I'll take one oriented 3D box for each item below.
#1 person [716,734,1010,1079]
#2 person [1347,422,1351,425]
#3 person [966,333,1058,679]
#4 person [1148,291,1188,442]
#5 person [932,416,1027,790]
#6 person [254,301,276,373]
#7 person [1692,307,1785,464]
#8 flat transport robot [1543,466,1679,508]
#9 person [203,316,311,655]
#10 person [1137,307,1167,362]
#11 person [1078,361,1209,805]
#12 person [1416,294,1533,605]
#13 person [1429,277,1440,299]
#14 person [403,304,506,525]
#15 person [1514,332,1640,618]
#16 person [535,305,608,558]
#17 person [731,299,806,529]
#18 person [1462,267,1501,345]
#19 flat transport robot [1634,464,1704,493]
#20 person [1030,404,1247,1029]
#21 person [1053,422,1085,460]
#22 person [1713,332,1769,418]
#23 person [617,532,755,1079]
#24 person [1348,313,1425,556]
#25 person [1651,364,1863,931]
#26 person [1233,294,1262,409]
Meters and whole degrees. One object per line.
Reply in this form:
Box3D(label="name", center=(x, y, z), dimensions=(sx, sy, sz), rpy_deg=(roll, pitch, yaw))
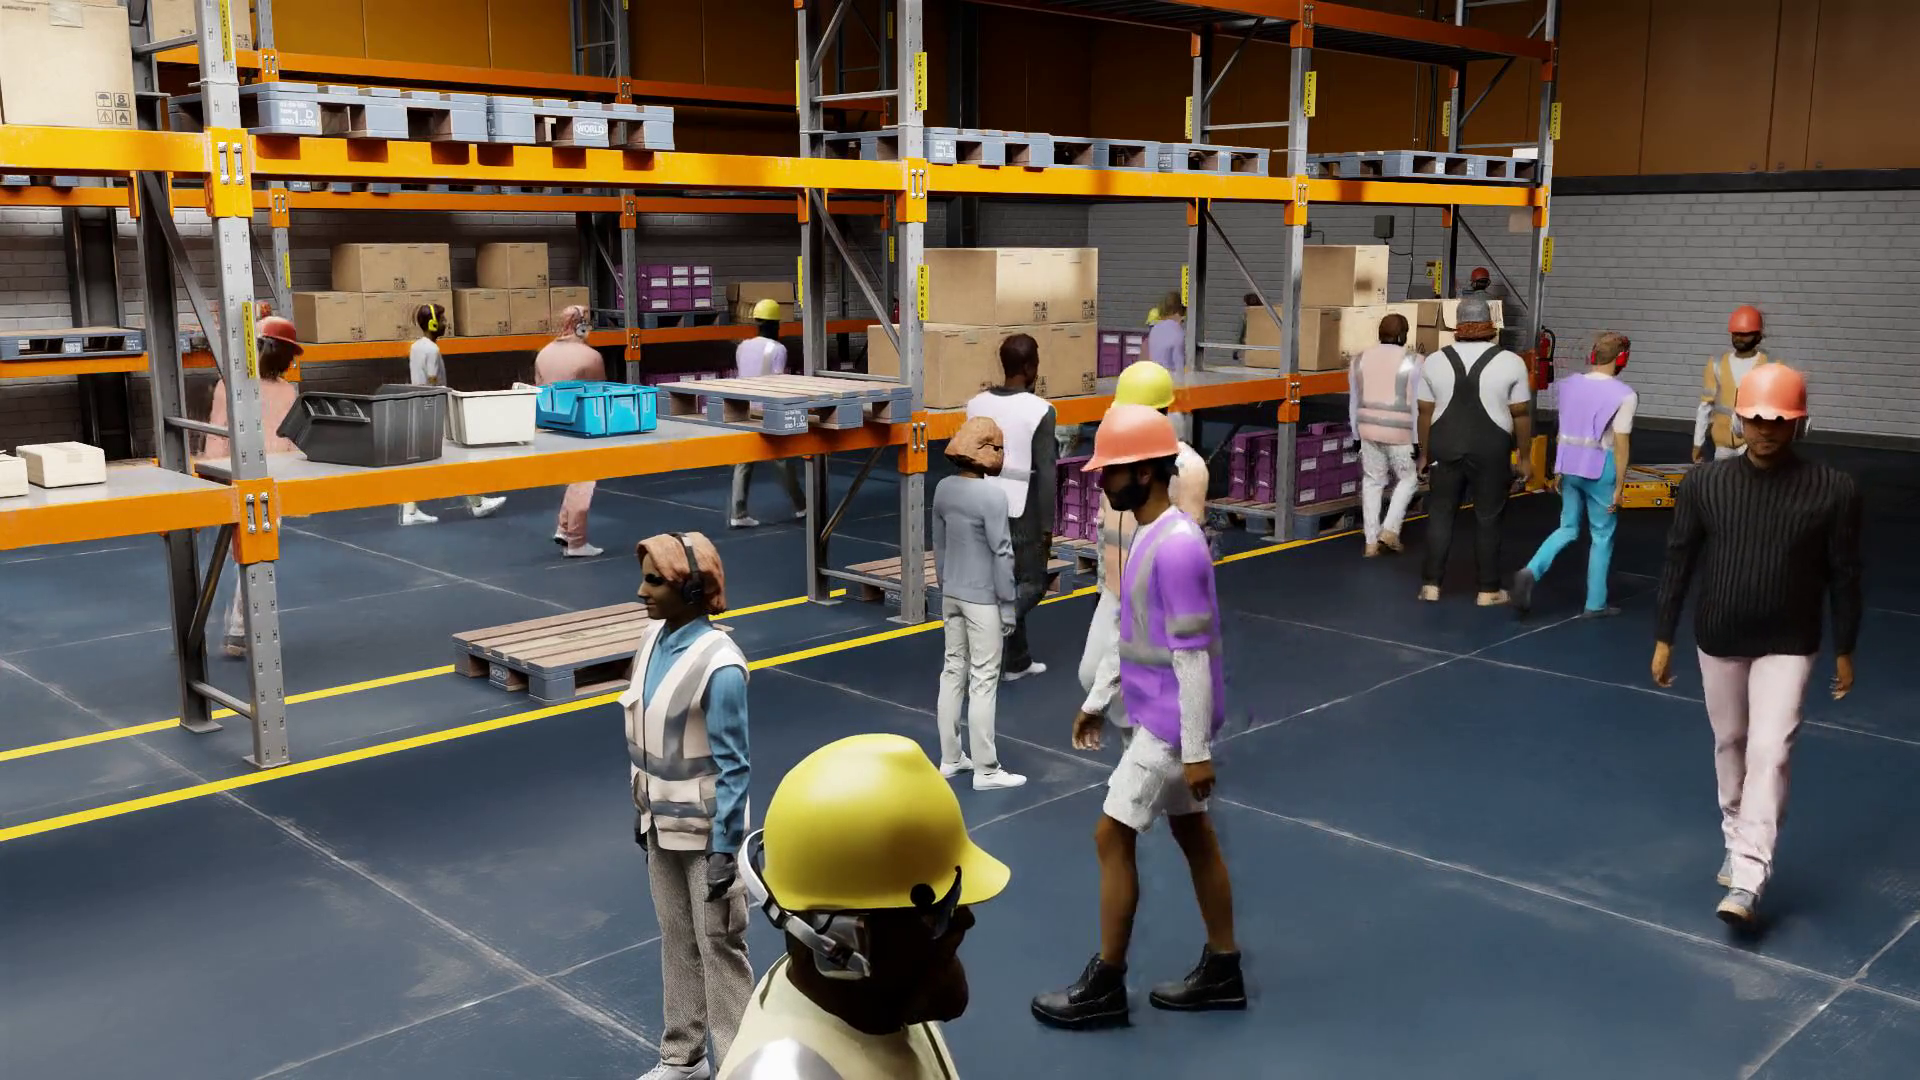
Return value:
Box3D(label="person", center=(-0.109, 1.127, 2.063), dimensions=(0.403, 1.834, 0.589), rpy_deg=(0, 10, 2))
Box3D(label="person", center=(4.159, -1.669, 17.061), dimensions=(0.462, 1.923, 0.647), rpy_deg=(0, 10, -2))
Box3D(label="person", center=(0.246, -0.139, 8.806), dimensions=(0.595, 1.901, 0.699), rpy_deg=(10, 14, 42))
Box3D(label="person", center=(1.833, -1.273, 14.941), dimensions=(0.569, 1.916, 0.658), rpy_deg=(-3, 11, -18))
Box3D(label="person", center=(0.071, 0.272, 7.274), dimensions=(0.283, 1.633, 0.498), rpy_deg=(-8, 13, -37))
Box3D(label="person", center=(-5.782, -1.074, 14.017), dimensions=(0.866, 1.848, 0.602), rpy_deg=(-5, 12, -27))
Box3D(label="person", center=(5.613, -0.733, 12.041), dimensions=(0.568, 1.882, 0.996), rpy_deg=(10, 14, 43))
Box3D(label="flat transport robot", center=(5.991, -0.501, 15.208), dimensions=(0.652, 0.197, 1.431), rpy_deg=(-2, 11, -9))
Box3D(label="person", center=(-4.039, -0.309, 9.607), dimensions=(0.514, 1.934, 0.687), rpy_deg=(2, 11, 11))
Box3D(label="person", center=(1.837, -1.360, 15.912), dimensions=(0.479, 1.735, 0.564), rpy_deg=(-4, 11, -20))
Box3D(label="person", center=(0.740, 0.208, 6.879), dimensions=(0.427, 1.901, 0.617), rpy_deg=(-8, 13, -38))
Box3D(label="person", center=(3.364, -0.586, 10.838), dimensions=(0.752, 2.000, 0.573), rpy_deg=(6, 12, 28))
Box3D(label="person", center=(6.040, -2.370, 20.888), dimensions=(0.553, 1.919, 0.474), rpy_deg=(-9, 13, -39))
Box3D(label="person", center=(-4.321, -1.058, 13.978), dimensions=(0.913, 1.830, 0.554), rpy_deg=(-9, 13, -39))
Box3D(label="person", center=(3.858, -0.377, 10.322), dimensions=(0.717, 1.817, 0.605), rpy_deg=(-6, 12, -29))
Box3D(label="person", center=(-2.838, -0.805, 12.448), dimensions=(0.647, 1.887, 0.442), rpy_deg=(9, 14, 40))
Box3D(label="person", center=(-1.581, -1.053, 13.824), dimensions=(0.613, 1.871, 0.974), rpy_deg=(8, 13, 38))
Box3D(label="person", center=(6.707, -2.530, 21.564), dimensions=(0.621, 1.992, 0.394), rpy_deg=(-3, 11, -15))
Box3D(label="flat transport robot", center=(6.968, -0.580, 15.638), dimensions=(1.431, 0.197, 0.652), rpy_deg=(-2, 11, -9))
Box3D(label="person", center=(0.532, 0.538, 5.086), dimensions=(0.826, 1.895, 0.555), rpy_deg=(1, 10, 3))
Box3D(label="person", center=(0.780, -0.933, 13.592), dimensions=(0.550, 1.729, 0.490), rpy_deg=(-10, 14, -43))
Box3D(label="person", center=(7.355, -1.251, 15.602), dimensions=(0.532, 1.608, 0.471), rpy_deg=(-7, 13, -34))
Box3D(label="person", center=(-0.723, 0.782, 4.472), dimensions=(0.309, 1.641, 0.514), rpy_deg=(-8, 13, -37))
Box3D(label="person", center=(3.202, -0.777, 12.451), dimensions=(0.648, 1.827, 0.454), rpy_deg=(9, 14, 41))
Box3D(label="person", center=(2.759, 0.370, 5.848), dimensions=(0.655, 1.949, 0.992), rpy_deg=(8, 13, 36))
Box3D(label="person", center=(4.061, -2.637, 23.237), dimensions=(0.533, 1.600, 0.778), rpy_deg=(-6, 12, -28))
